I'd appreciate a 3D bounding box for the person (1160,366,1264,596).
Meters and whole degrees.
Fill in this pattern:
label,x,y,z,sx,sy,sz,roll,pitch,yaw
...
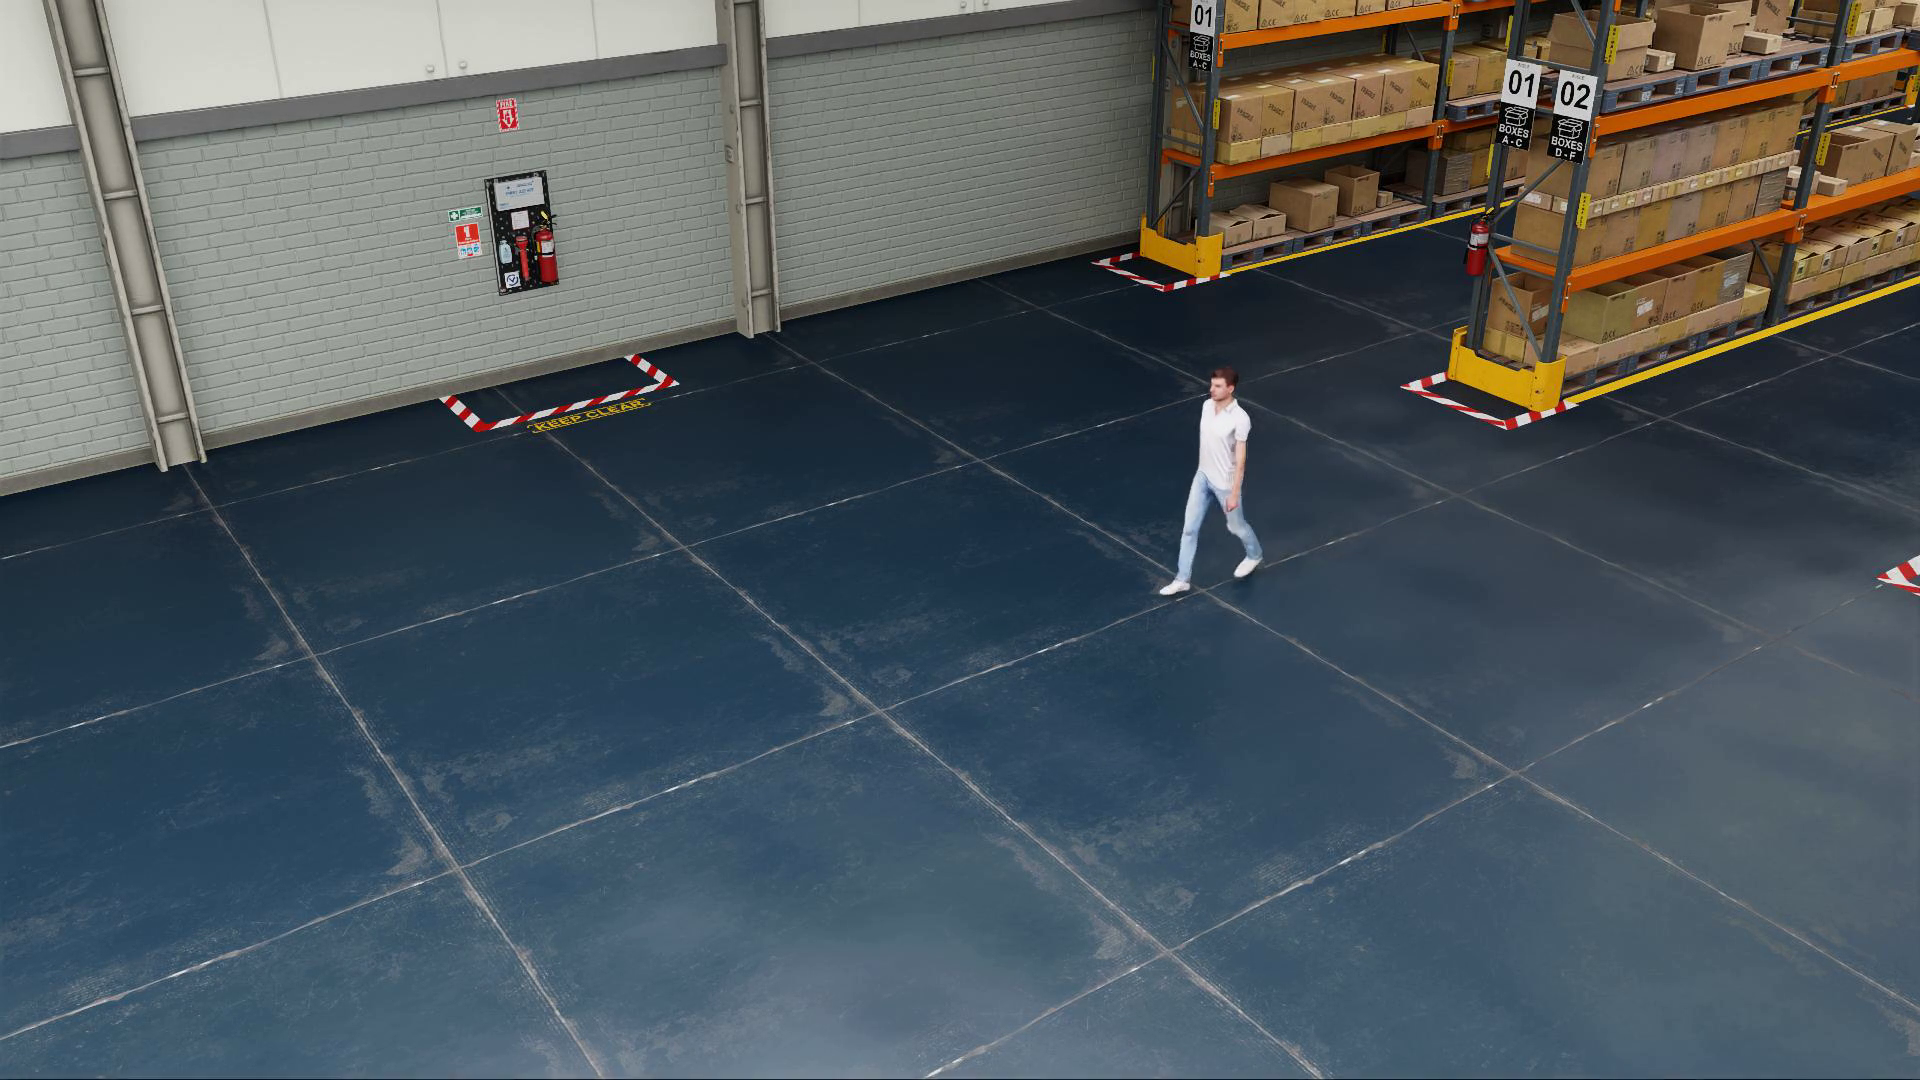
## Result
label,x,y,z,sx,sy,sz,roll,pitch,yaw
person,2.054,-0.454,12.700,1.195,1.810,0.668,-18,32,-31
